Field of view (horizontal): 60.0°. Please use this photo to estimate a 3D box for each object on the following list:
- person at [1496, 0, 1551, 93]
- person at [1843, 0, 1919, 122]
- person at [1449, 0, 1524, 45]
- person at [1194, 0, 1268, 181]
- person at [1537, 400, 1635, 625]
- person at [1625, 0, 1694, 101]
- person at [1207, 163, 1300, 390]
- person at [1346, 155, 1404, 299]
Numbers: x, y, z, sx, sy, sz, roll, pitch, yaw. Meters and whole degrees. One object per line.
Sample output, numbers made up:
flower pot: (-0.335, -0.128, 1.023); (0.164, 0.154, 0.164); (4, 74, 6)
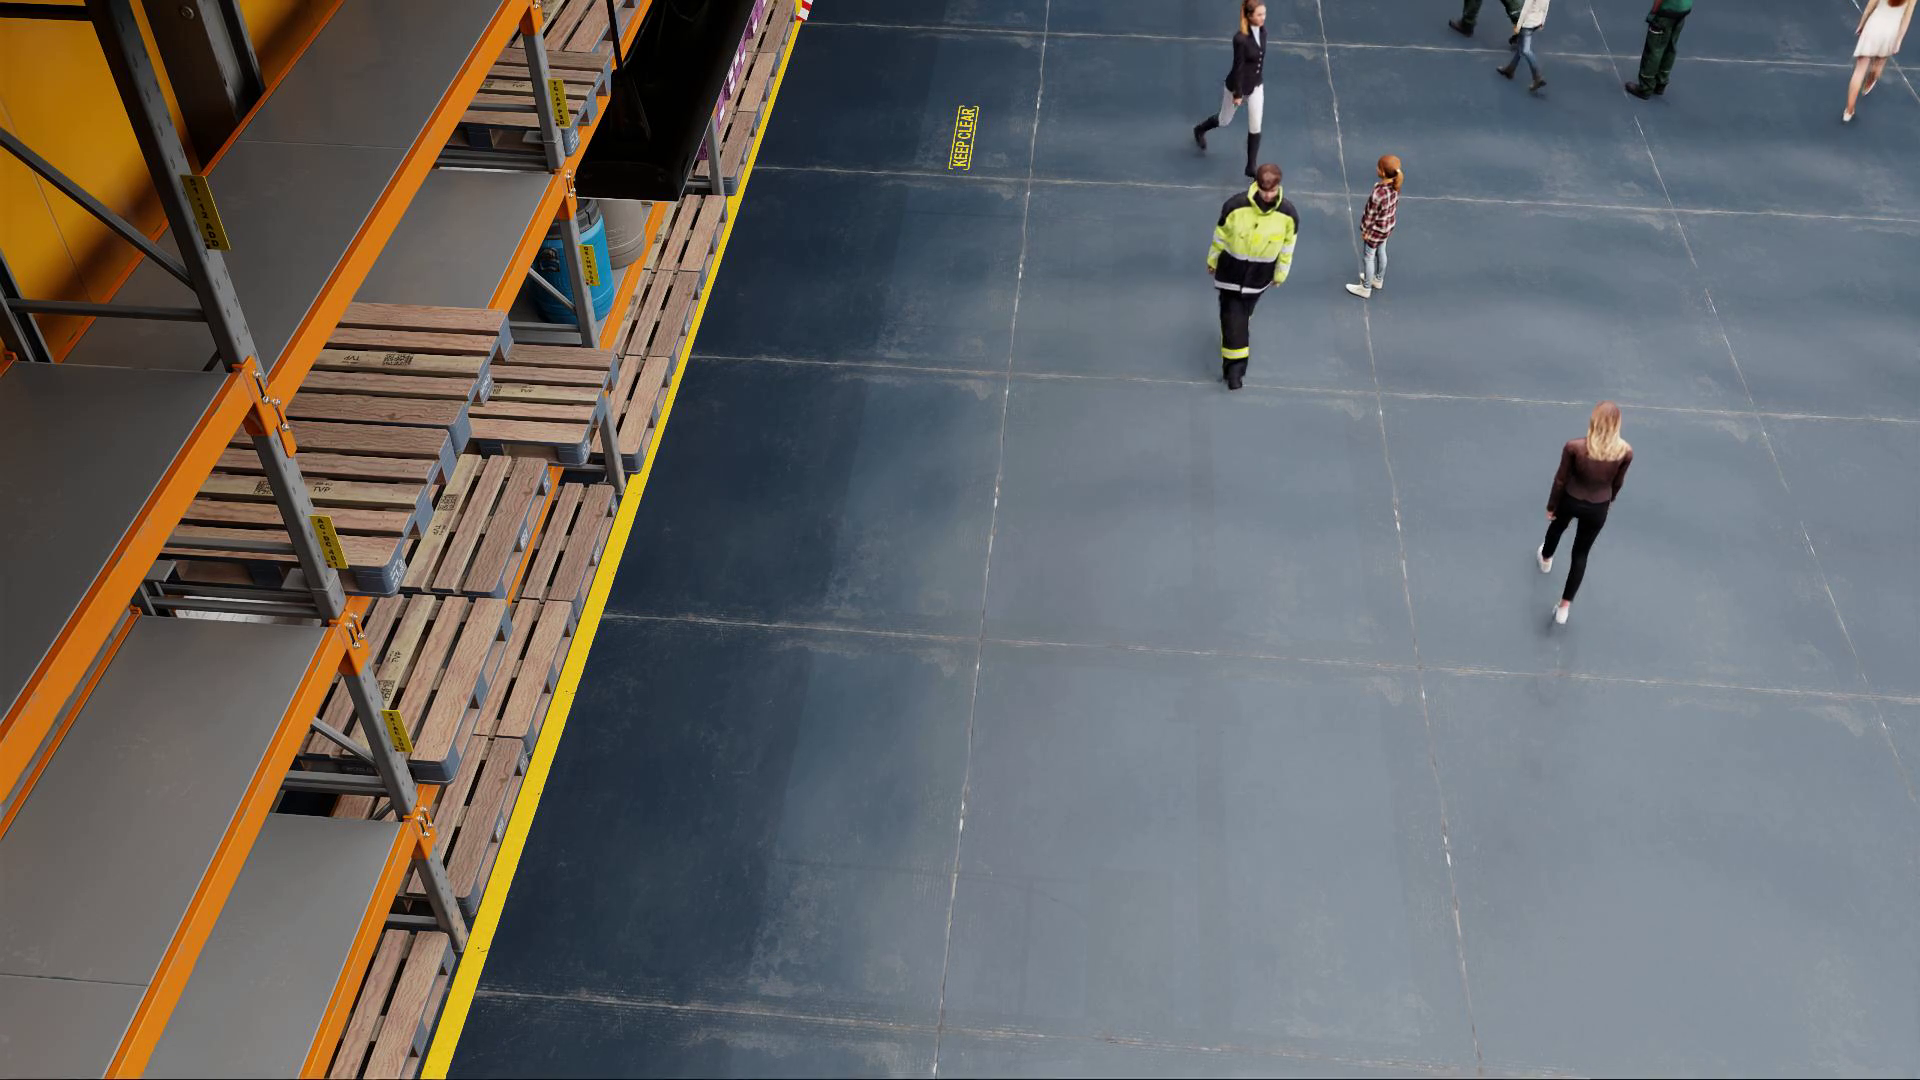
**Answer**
person: (5.779, -5.146, 16.708); (0.799, 1.296, 0.922); (-23, 48, -23)
person: (8.924, -4.873, 16.147); (0.889, 1.674, 1.155); (22, 48, 21)
person: (5.692, -6.036, 17.224); (1.185, 1.872, 1.227); (-31, 52, -29)
person: (2.557, -4.202, 15.426); (1.058, 1.698, 1.153); (-28, 50, -26)
person: (4.205, -0.172, 11.216); (0.756, 1.669, 1.130); (12, 45, 13)
person: (7.032, -5.259, 16.434); (0.779, 1.837, 0.782); (-19, 47, -19)
person: (2.281, -2.219, 13.190); (0.892, 1.910, 1.293); (1, 44, 1)
person: (3.557, -2.666, 14.099); (0.661, 1.304, 0.589); (34, 53, 31)
